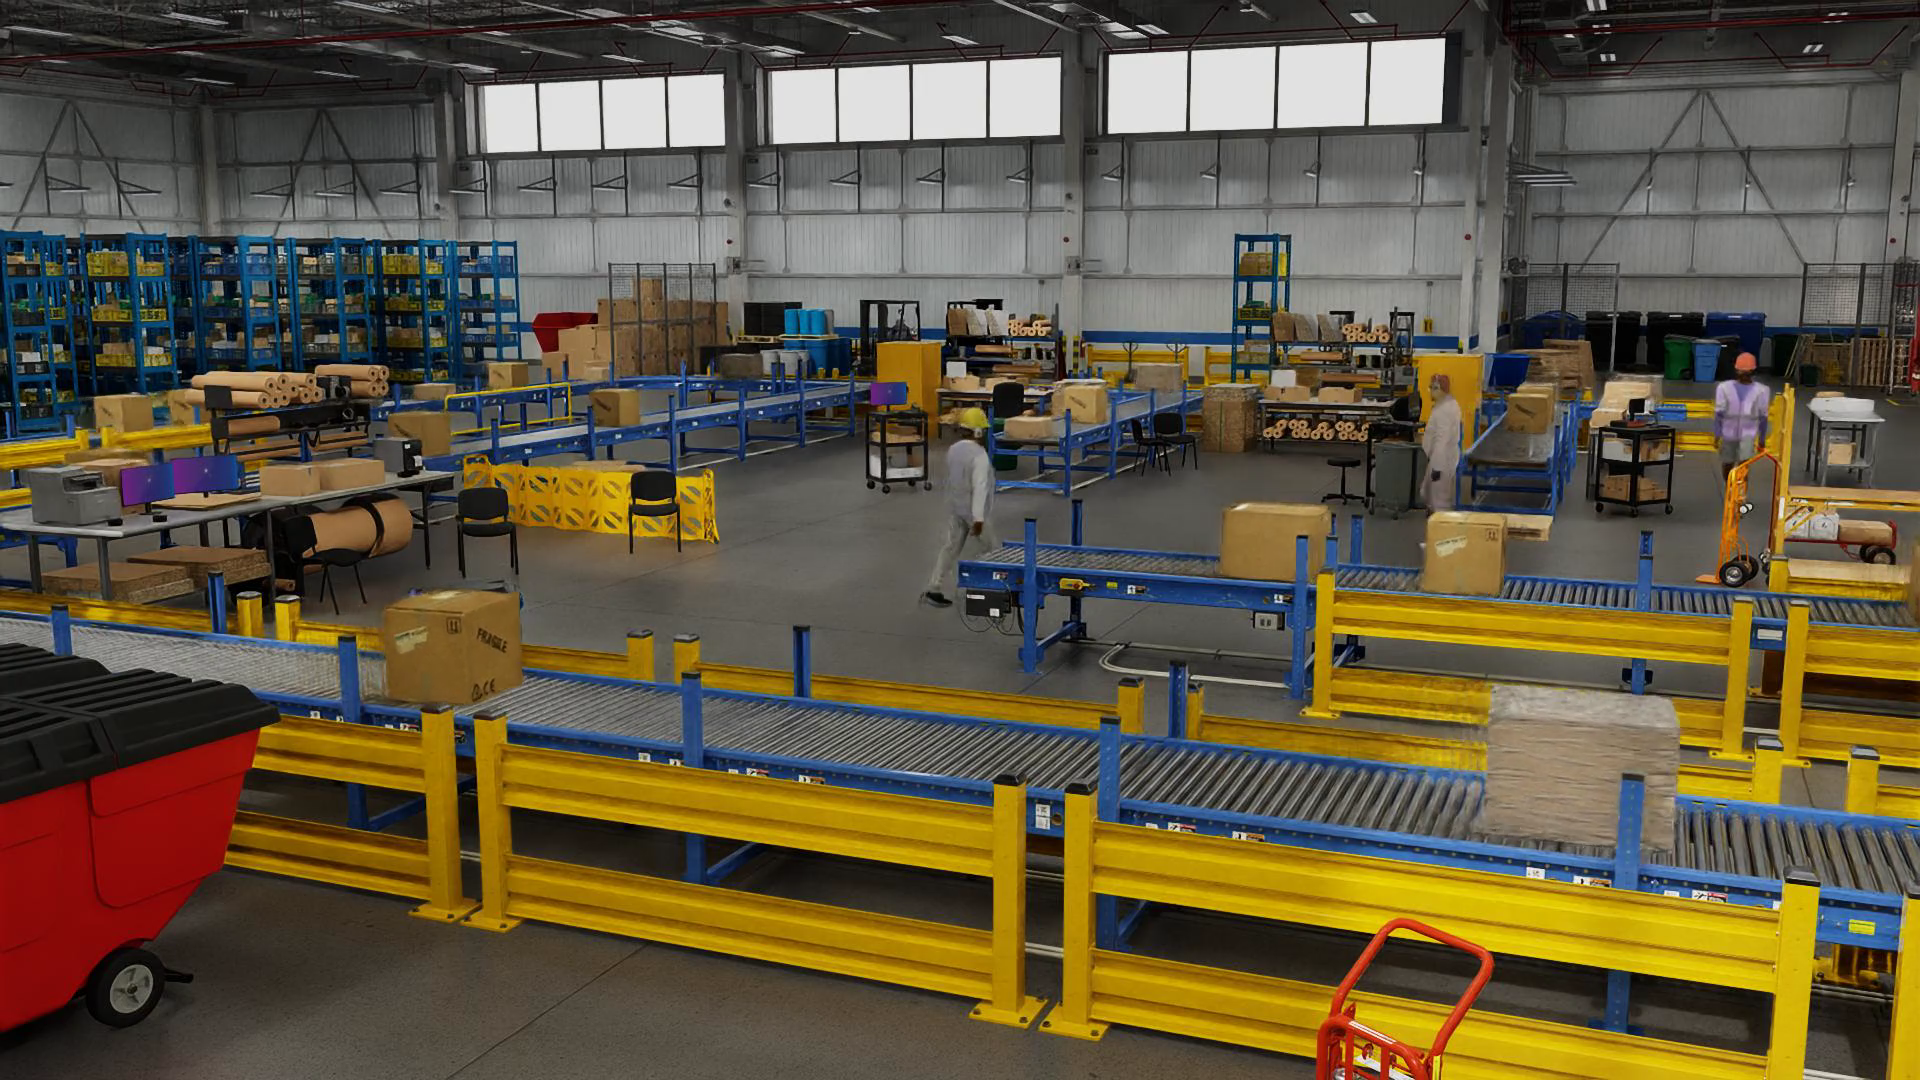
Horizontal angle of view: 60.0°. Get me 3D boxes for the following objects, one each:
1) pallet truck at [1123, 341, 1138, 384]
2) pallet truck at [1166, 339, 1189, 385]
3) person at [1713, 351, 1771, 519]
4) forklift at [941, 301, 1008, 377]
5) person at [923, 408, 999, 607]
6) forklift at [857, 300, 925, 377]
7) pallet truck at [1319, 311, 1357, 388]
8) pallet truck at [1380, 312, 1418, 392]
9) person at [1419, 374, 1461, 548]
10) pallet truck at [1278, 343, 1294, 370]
[{"bbox_3d":[4.445,-4.380,41.279,0.680,1.201,1.601,4,10,22],"label":"pallet truck"},{"bbox_3d":[5.418,-4.269,40.420,0.704,1.261,1.522,3,10,20],"label":"pallet truck"},{"bbox_3d":[9.498,-1.298,20.239,0.604,2.014,0.819,6,11,31],"label":"person"},{"bbox_3d":[0.365,-4.966,41.571,1.157,1.987,2.680,3,10,20],"label":"forklift"},{"bbox_3d":[0.068,-0.281,14.759,0.915,1.792,0.607,-6,11,-31],"label":"person"},{"bbox_3d":[-1.732,-5.109,42.468,1.157,1.987,2.680,4,10,22],"label":"forklift"},{"bbox_3d":[9.071,-4.419,39.190,0.823,1.965,1.885,5,10,26],"label":"pallet truck"},{"bbox_3d":[10.207,-4.283,38.369,0.823,1.965,1.885,3,10,20],"label":"pallet truck"},{"bbox_3d":[5.123,-0.835,17.806,0.434,1.884,0.673,3,10,20],"label":"person"},{"bbox_3d":[7.886,-4.163,39.743,0.653,1.274,1.630,4,10,22],"label":"pallet truck"}]
